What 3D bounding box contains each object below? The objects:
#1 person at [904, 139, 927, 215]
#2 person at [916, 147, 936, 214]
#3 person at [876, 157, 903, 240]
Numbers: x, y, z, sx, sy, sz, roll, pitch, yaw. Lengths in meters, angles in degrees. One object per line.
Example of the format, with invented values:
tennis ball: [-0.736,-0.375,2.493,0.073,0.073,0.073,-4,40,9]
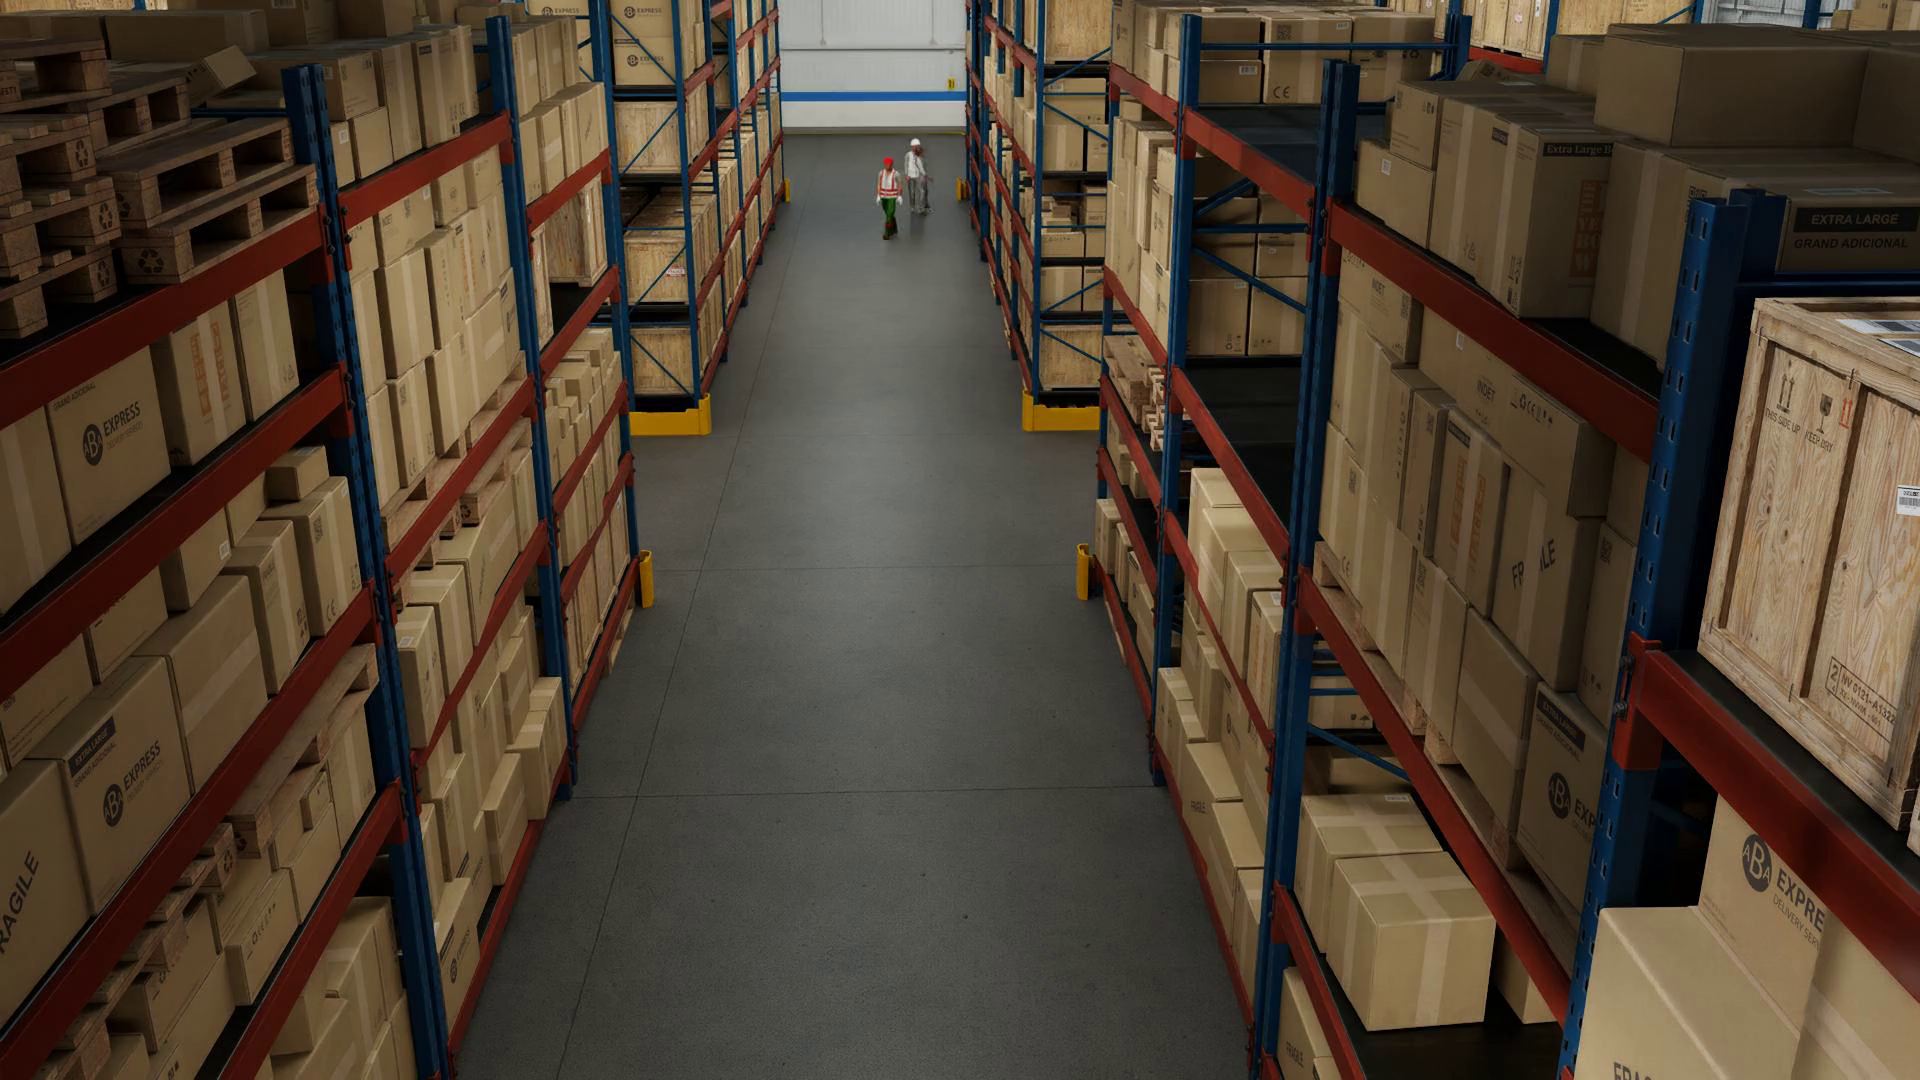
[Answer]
person: [-1.047,-8.659,39.655,0.559,1.741,0.912,-3,21,-9]
person: [-0.823,-8.597,39.756,0.468,1.582,0.472,2,21,4]
person: [-1.595,-7.551,36.703,0.520,1.756,0.963,11,23,27]
